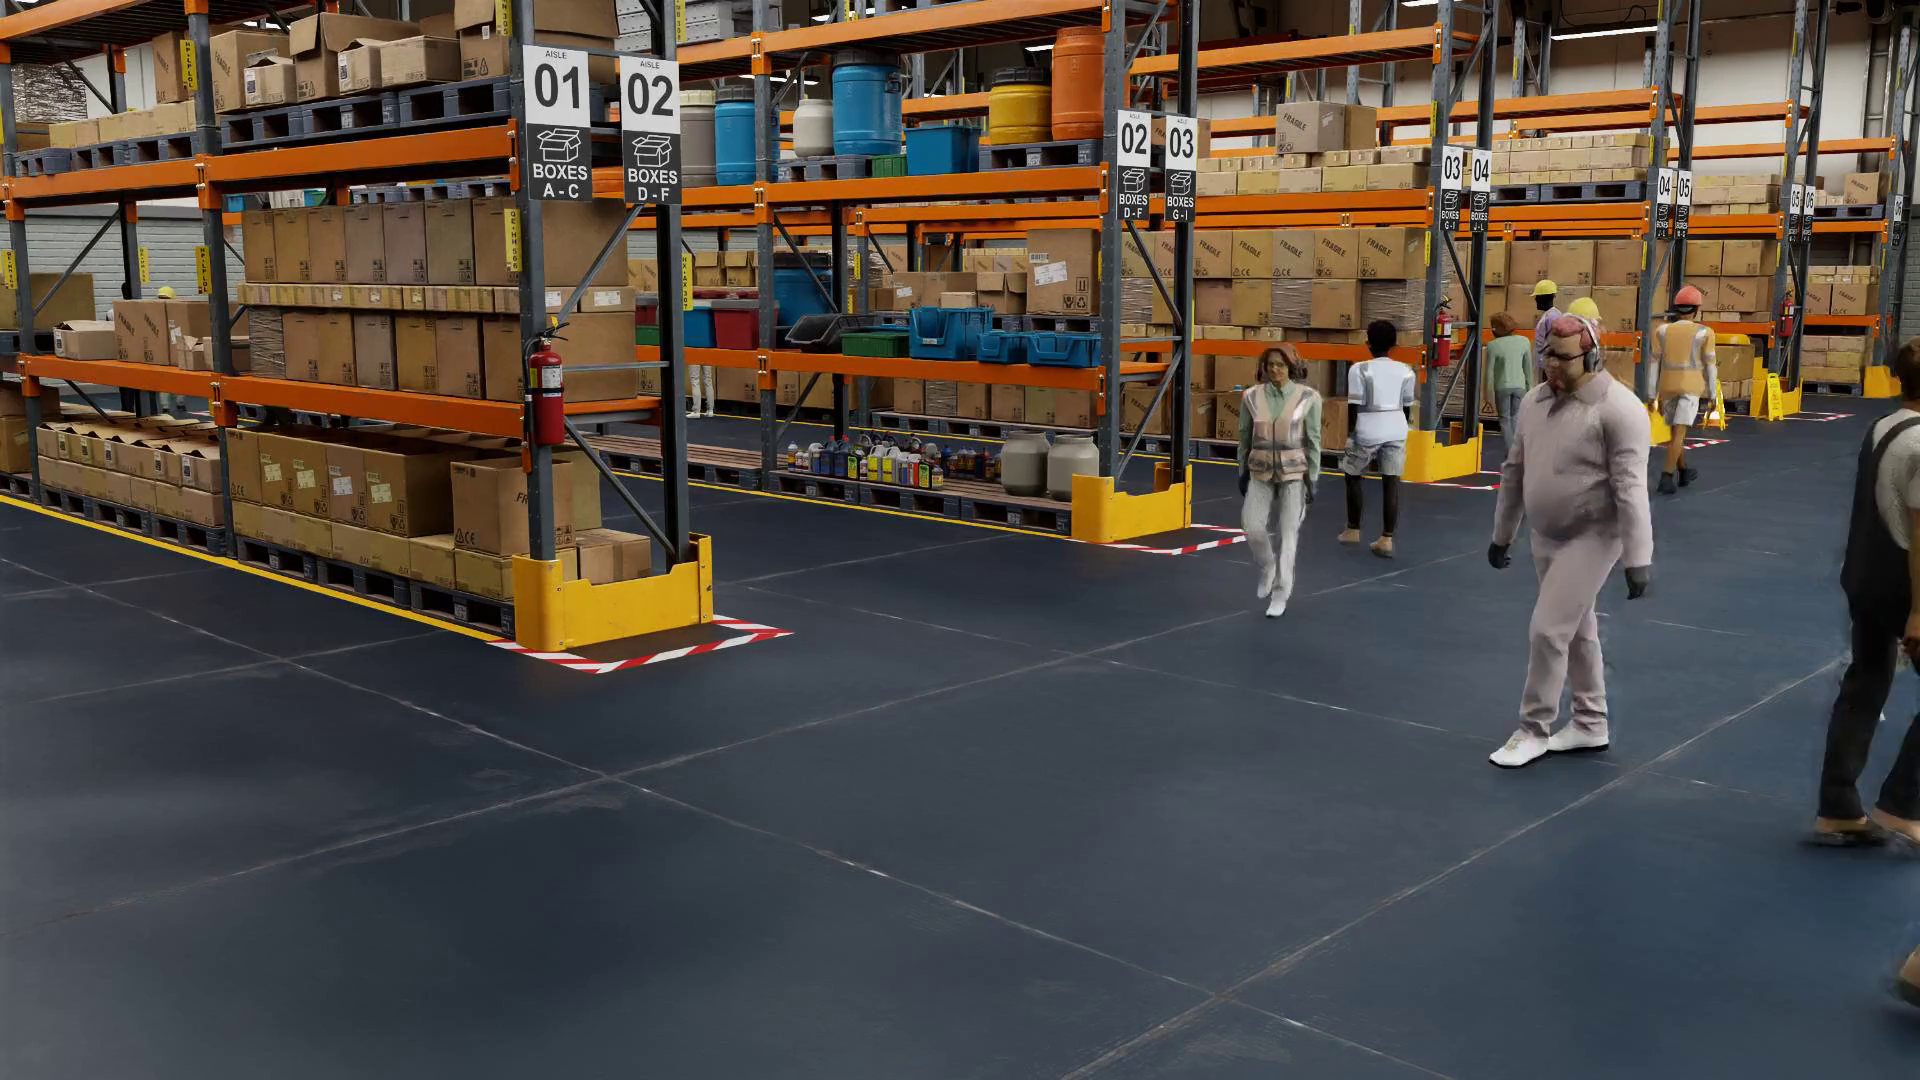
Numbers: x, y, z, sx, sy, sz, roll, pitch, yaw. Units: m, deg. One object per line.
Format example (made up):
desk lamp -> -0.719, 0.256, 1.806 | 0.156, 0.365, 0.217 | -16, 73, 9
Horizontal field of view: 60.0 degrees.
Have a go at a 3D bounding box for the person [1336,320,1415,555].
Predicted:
person -> 2.992, -0.752, 12.075 | 0.557, 1.673, 0.654 | -2, 10, -13

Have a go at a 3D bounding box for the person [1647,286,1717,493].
person -> 6.720, -1.397, 15.425 | 0.566, 1.883, 0.982 | 9, 13, 44

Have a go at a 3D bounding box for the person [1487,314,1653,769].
person -> 2.447, 0.013, 6.827 | 0.756, 1.858, 0.755 | -3, 10, -17

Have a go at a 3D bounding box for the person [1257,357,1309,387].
person -> 3.845, -2.061, 19.516 | 0.769, 1.891, 0.561 | -2, 9, -10

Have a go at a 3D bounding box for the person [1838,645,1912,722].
person -> 4.411, 0.058, 7.373 | 0.810, 1.608, 0.529 | 9, 13, 42

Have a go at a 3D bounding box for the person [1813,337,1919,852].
person -> 3.327, 0.199, 5.817 | 0.565, 1.821, 0.539 | 1, 9, 4

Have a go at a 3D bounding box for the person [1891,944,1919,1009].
person -> 2.799, 0.403, 4.086 | 0.619, 2.000, 1.007 | -6, 11, -31

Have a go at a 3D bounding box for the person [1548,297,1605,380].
person -> 4.891, -0.995, 13.139 | 0.449, 1.826, 0.618 | -1, 9, -9

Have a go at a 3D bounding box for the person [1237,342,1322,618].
person -> 1.902, -0.367, 9.895 | 0.528, 1.625, 0.405 | 5, 10, 27

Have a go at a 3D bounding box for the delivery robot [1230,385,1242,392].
delivery robot -> 3.604, -1.766, 21.594 | 0.477, 0.478, 0.707 | -8, 12, -40

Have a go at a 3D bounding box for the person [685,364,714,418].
person -> -3.606, -2.497, 22.936 | 0.498, 1.633, 0.278 | -8, 12, -40

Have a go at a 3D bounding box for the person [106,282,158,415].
person -> -9.446, -2.007, 19.076 | 0.587, 1.914, 0.392 | -3, 10, -18

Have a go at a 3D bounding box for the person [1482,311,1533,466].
person -> 5.630, -1.545, 17.130 | 0.537, 1.611, 0.387 | -2, 9, -11

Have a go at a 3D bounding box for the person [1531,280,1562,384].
person -> 6.797, -2.056, 19.341 | 0.386, 1.922, 0.594 | 2, 10, 14

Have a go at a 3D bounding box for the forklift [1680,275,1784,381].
forklift -> 12.480, -3.427, 27.053 | 1.214, 2.155, 2.313 | 9, 13, 43

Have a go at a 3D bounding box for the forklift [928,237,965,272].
forklift -> -0.326, -5.817, 39.609 | 1.129, 2.768, 1.873 | 9, 13, 43

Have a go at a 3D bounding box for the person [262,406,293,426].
person -> -7.860, -2.031, 19.139 | 1.005, 1.952, 0.624 | 6, 11, 33

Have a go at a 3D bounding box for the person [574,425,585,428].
person -> -5.169, -2.362, 21.586 | 1.036, 1.818, 0.531 | 7, 11, 35

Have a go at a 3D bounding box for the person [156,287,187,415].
person -> -11.221, -2.674, 23.532 | 0.618, 1.785, 0.838 | -4, 10, -22
